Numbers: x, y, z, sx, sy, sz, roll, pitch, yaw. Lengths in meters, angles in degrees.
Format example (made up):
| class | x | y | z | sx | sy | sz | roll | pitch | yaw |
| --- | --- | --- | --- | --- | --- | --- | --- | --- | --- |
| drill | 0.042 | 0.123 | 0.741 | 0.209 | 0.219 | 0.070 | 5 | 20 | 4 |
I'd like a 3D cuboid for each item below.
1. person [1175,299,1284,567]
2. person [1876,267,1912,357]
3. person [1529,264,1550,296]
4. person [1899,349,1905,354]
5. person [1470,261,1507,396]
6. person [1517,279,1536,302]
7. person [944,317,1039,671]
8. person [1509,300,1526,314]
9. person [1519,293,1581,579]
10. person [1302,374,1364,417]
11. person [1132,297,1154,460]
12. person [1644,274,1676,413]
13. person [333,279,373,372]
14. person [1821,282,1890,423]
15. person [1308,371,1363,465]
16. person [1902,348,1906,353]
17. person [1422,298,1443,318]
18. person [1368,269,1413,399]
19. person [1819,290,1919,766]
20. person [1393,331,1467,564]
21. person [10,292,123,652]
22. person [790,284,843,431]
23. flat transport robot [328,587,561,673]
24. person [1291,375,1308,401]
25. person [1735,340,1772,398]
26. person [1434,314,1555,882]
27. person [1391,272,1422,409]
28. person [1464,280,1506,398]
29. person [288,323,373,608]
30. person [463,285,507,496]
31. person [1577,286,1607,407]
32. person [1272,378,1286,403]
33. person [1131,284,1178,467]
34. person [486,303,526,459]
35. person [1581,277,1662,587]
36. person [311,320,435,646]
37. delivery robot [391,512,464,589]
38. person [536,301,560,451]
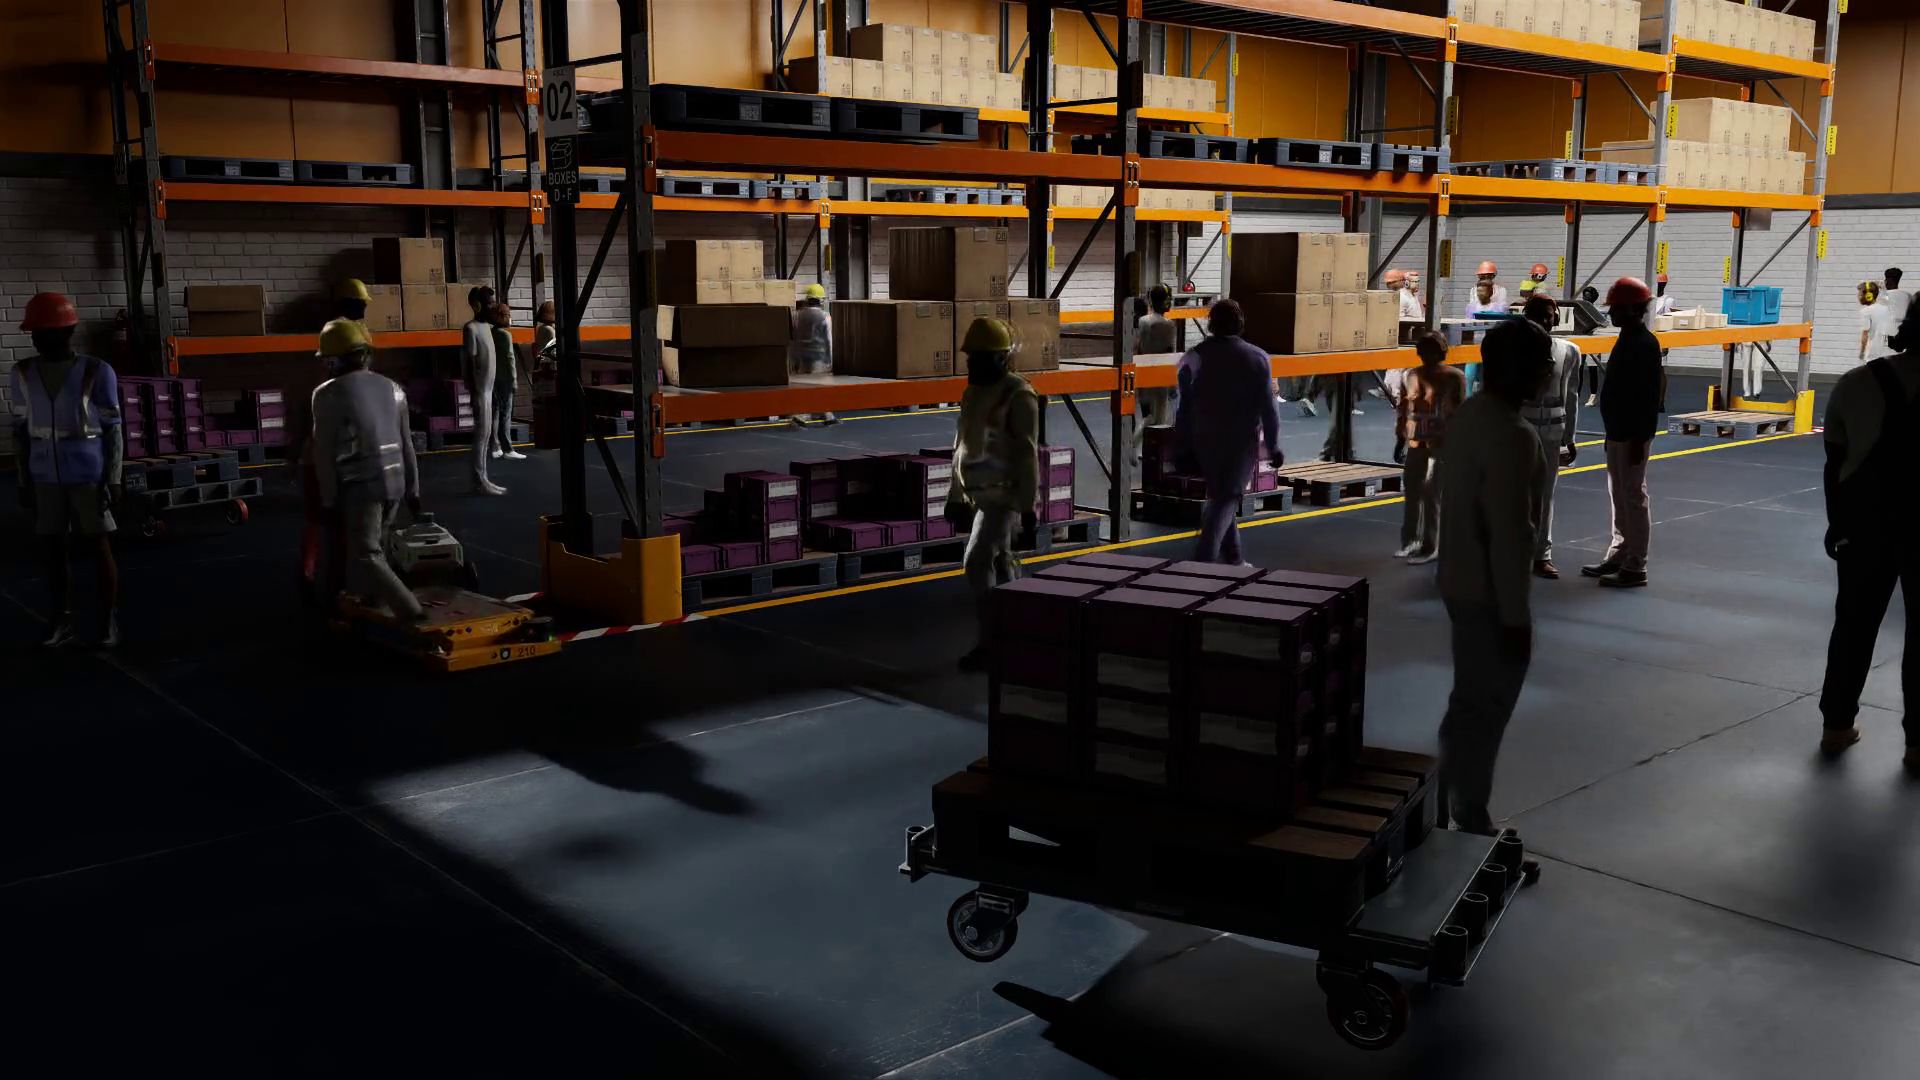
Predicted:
| class | x | y | z | sx | sy | sz | roll | pitch | yaw |
| --- | --- | --- | --- | --- | --- | --- | --- | --- | --- |
| person | 1.674 | -0.606 | 10.647 | 0.646 | 1.863 | 1.006 | 8 | 12 | 38 |
| person | 13.484 | -2.969 | 24.141 | 0.626 | 1.964 | 0.363 | -1 | 10 | -8 |
| person | 9.766 | -3.663 | 28.120 | 0.375 | 1.995 | 0.611 | 3 | 10 | 16 |
| person | 8.585 | -1.334 | 14.876 | 0.627 | 1.872 | 0.438 | -5 | 11 | -25 |
| person | 7.952 | -3.190 | 25.211 | 0.382 | 2.041 | 0.616 | -9 | 13 | -42 |
| person | 9.193 | -3.320 | 26.815 | 0.608 | 1.748 | 0.537 | 8 | 12 | 39 |
| person | 0.098 | -0.231 | 8.554 | 0.599 | 1.810 | 0.612 | -5 | 11 | -27 |
| person | 6.293 | -1.898 | 18.835 | 0.521 | 1.636 | 0.311 | 3 | 10 | 19 |
| person | 3.784 | -0.679 | 10.977 | 0.578 | 1.883 | 0.353 | 0 | 10 | 2 |
| person | 4.961 | -2.568 | 22.039 | 0.889 | 1.889 | 0.603 | -5 | 11 | -27 |
| person | 1.855 | -1.686 | 17.416 | 0.538 | 1.695 | 0.320 | 9 | 13 | 43 |
| person | 9.429 | -2.691 | 22.595 | 0.356 | 1.936 | 0.551 | -3 | 10 | -16 |
| person | -5.353 | -1.340 | 14.726 | 0.386 | 1.922 | 0.594 | -1 | 10 | -6 |
| person | 11.050 | -2.211 | 20.181 | 0.642 | 1.806 | 0.962 | -5 | 11 | -26 |
| person | 3.695 | -1.526 | 16.482 | 0.904 | 1.694 | 0.511 | -8 | 12 | -39 |
| person | 6.644 | -0.720 | 11.328 | 0.351 | 1.847 | 0.507 | -8 | 13 | -40 |
| person | 6.352 | -2.521 | 22.489 | 0.290 | 1.632 | 0.501 | 0 | 10 | 1 |
| person | 6.509 | -3.052 | 24.757 | 0.992 | 1.930 | 0.597 | -4 | 11 | -23 |
| person | 4.013 | -0.079 | 7.004 | 0.685 | 2.000 | 0.535 | 9 | 13 | 43 |
| person | 3.269 | -0.637 | 11.528 | 0.399 | 1.611 | 0.552 | -8 | 13 | -40 |
| person | -4.776 | -0.352 | 8.907 | 0.548 | 1.934 | 0.374 | -1 | 10 | -4 |
| person | -1.788 | -2.241 | 20.399 | 0.602 | 1.795 | 0.930 | 9 | 13 | 41 |
| flat transport robot | -2.828 | 0.455 | 9.048 | 0.652 | 0.197 | 1.431 | -9 | 13 | -43 |
| person | 5.049 | -2.962 | 24.372 | 0.548 | 1.873 | 0.868 | 3 | 10 | 16 |
| person | 11.845 | -2.910 | 24.848 | 0.535 | 1.594 | 0.842 | 4 | 11 | 24 |
| person | 1.816 | 0.202 | 5.688 | 0.373 | 1.931 | 0.639 | 1 | 10 | 5 |
| person | 6.246 | -2.780 | 23.203 | 0.404 | 1.911 | 0.636 | 6 | 11 | 30 |
| person | 6.697 | -2.433 | 21.465 | 0.926 | 1.799 | 0.598 | -8 | 13 | -40 |
| person | -3.742 | -0.427 | 9.955 | 0.589 | 1.721 | 0.601 | 1 | 10 | 3 |
| person | -4.240 | -1.322 | 14.793 | 0.316 | 1.866 | 0.532 | 0 | 10 | -1 |
| person | 8.862 | -2.729 | 23.524 | 0.317 | 1.697 | 0.548 | -7 | 12 | -37 |
| person | 4.474 | -2.939 | 24.138 | 0.643 | 1.908 | 0.410 | 9 | 13 | 42 |
| person | 1.914 | -1.572 | 16.315 | 0.437 | 1.854 | 0.530 | -6 | 11 | -30 |
| person | -4.812 | -1.661 | 17.456 | 0.498 | 1.633 | 0.283 | 9 | 13 | 43 |
| person | 4.292 | -0.693 | 10.738 | 0.392 | 1.989 | 0.617 | 1 | 10 | 5 |
| person | -3.074 | -0.265 | 8.828 | 0.740 | 1.796 | 0.595 | 4 | 10 | 22 |
| delivery robot | -3.262 | 0.075 | 10.171 | 0.477 | 0.478 | 0.707 | -5 | 11 | -25 |
| person | -4.477 | -1.794 | 18.224 | 0.273 | 1.636 | 0.507 | -6 | 11 | -30 |
